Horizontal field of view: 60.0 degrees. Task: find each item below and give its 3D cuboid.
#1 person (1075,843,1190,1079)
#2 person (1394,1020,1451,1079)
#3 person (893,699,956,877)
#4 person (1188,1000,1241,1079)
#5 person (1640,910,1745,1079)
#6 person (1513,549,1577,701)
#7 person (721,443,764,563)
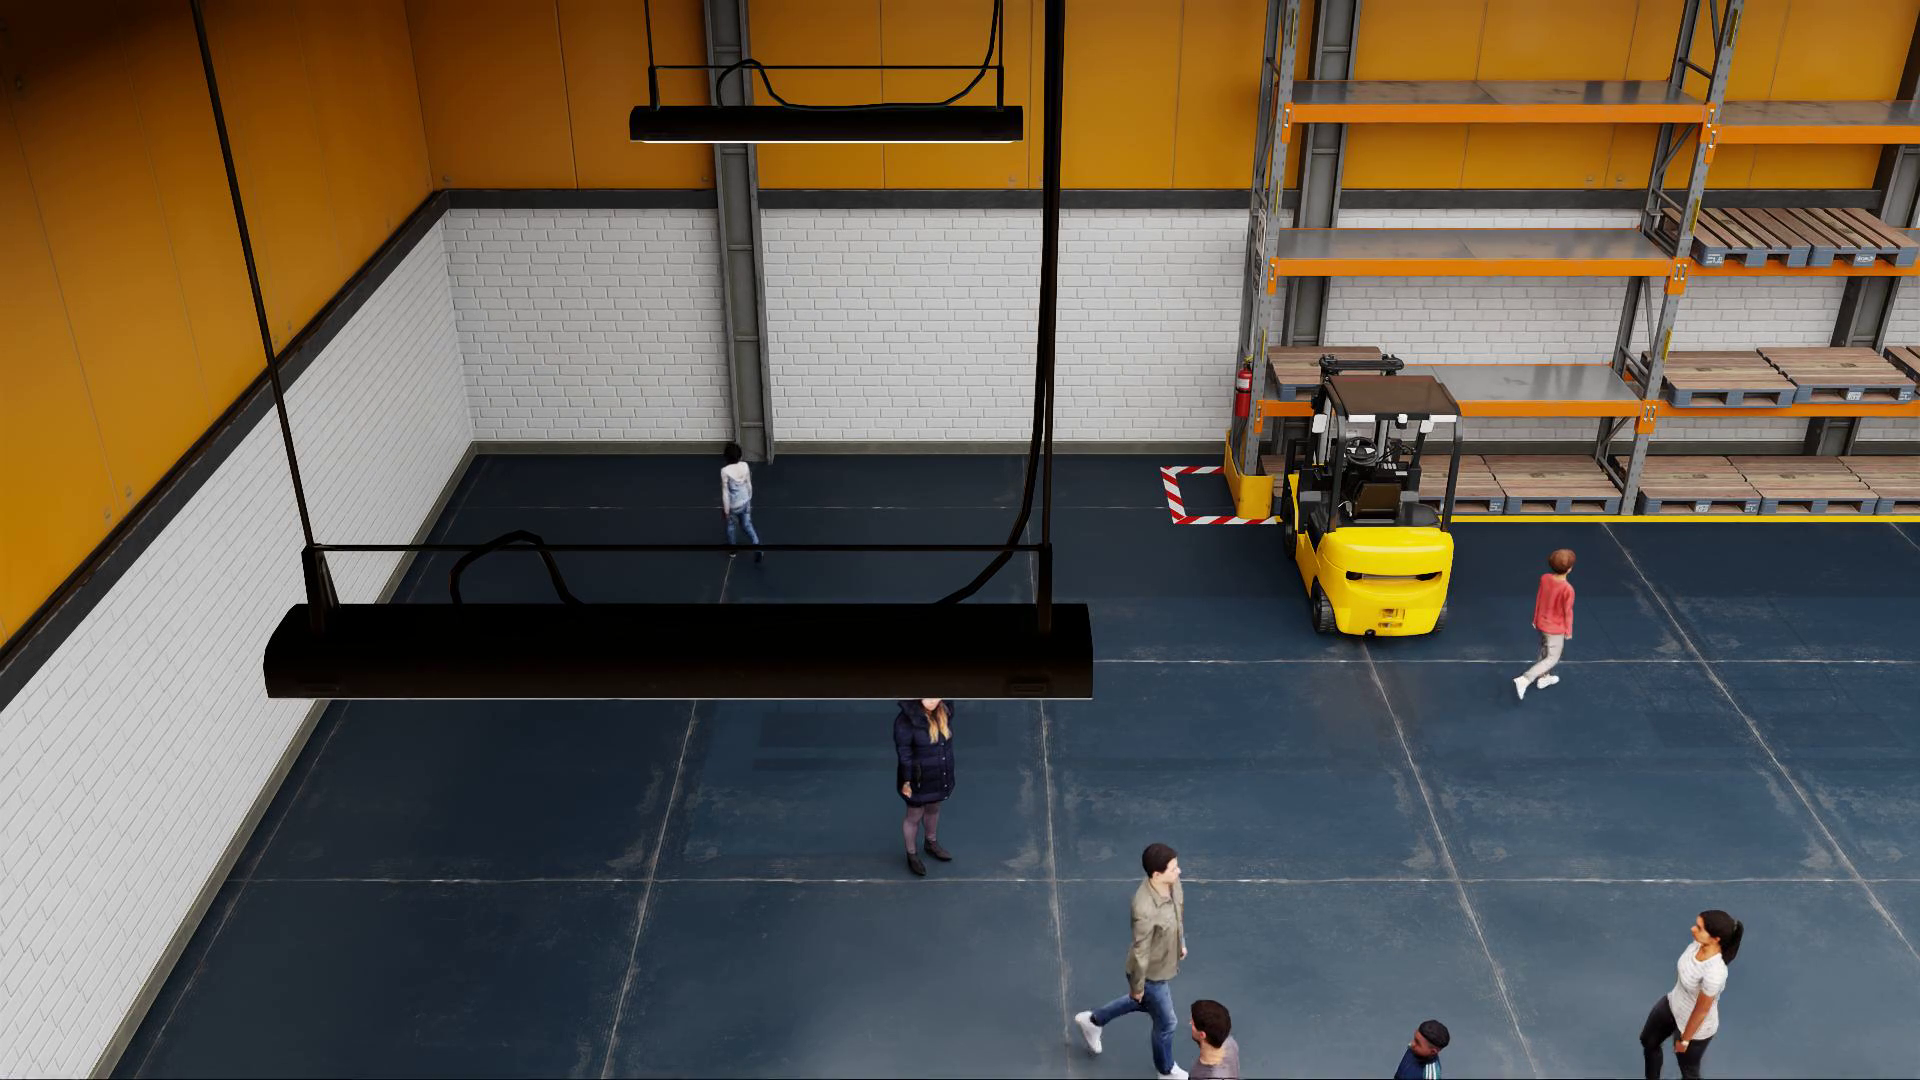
[{"bbox_3d":[1.113,2.597,10.305,1.219,1.844,0.955,11,30,19],"label":"person"},{"bbox_3d":[2.654,3.278,9.671,0.505,1.256,0.521,-4,29,-7],"label":"person"},{"bbox_3d":[-0.259,1.677,12.169,0.792,1.674,0.859,-23,36,-36],"label":"person"},{"bbox_3d":[1.446,3.291,9.058,0.896,1.821,0.822,9,30,16],"label":"person"},{"bbox_3d":[4.481,2.881,10.004,0.697,1.634,0.632,5,29,8],"label":"person"},{"bbox_3d":[5.002,0.737,14.178,0.910,1.401,0.720,-13,31,-22],"label":"person"},{"bbox_3d":[-2.164,-0.354,16.340,0.794,1.246,0.814,-21,35,-33],"label":"person"}]
